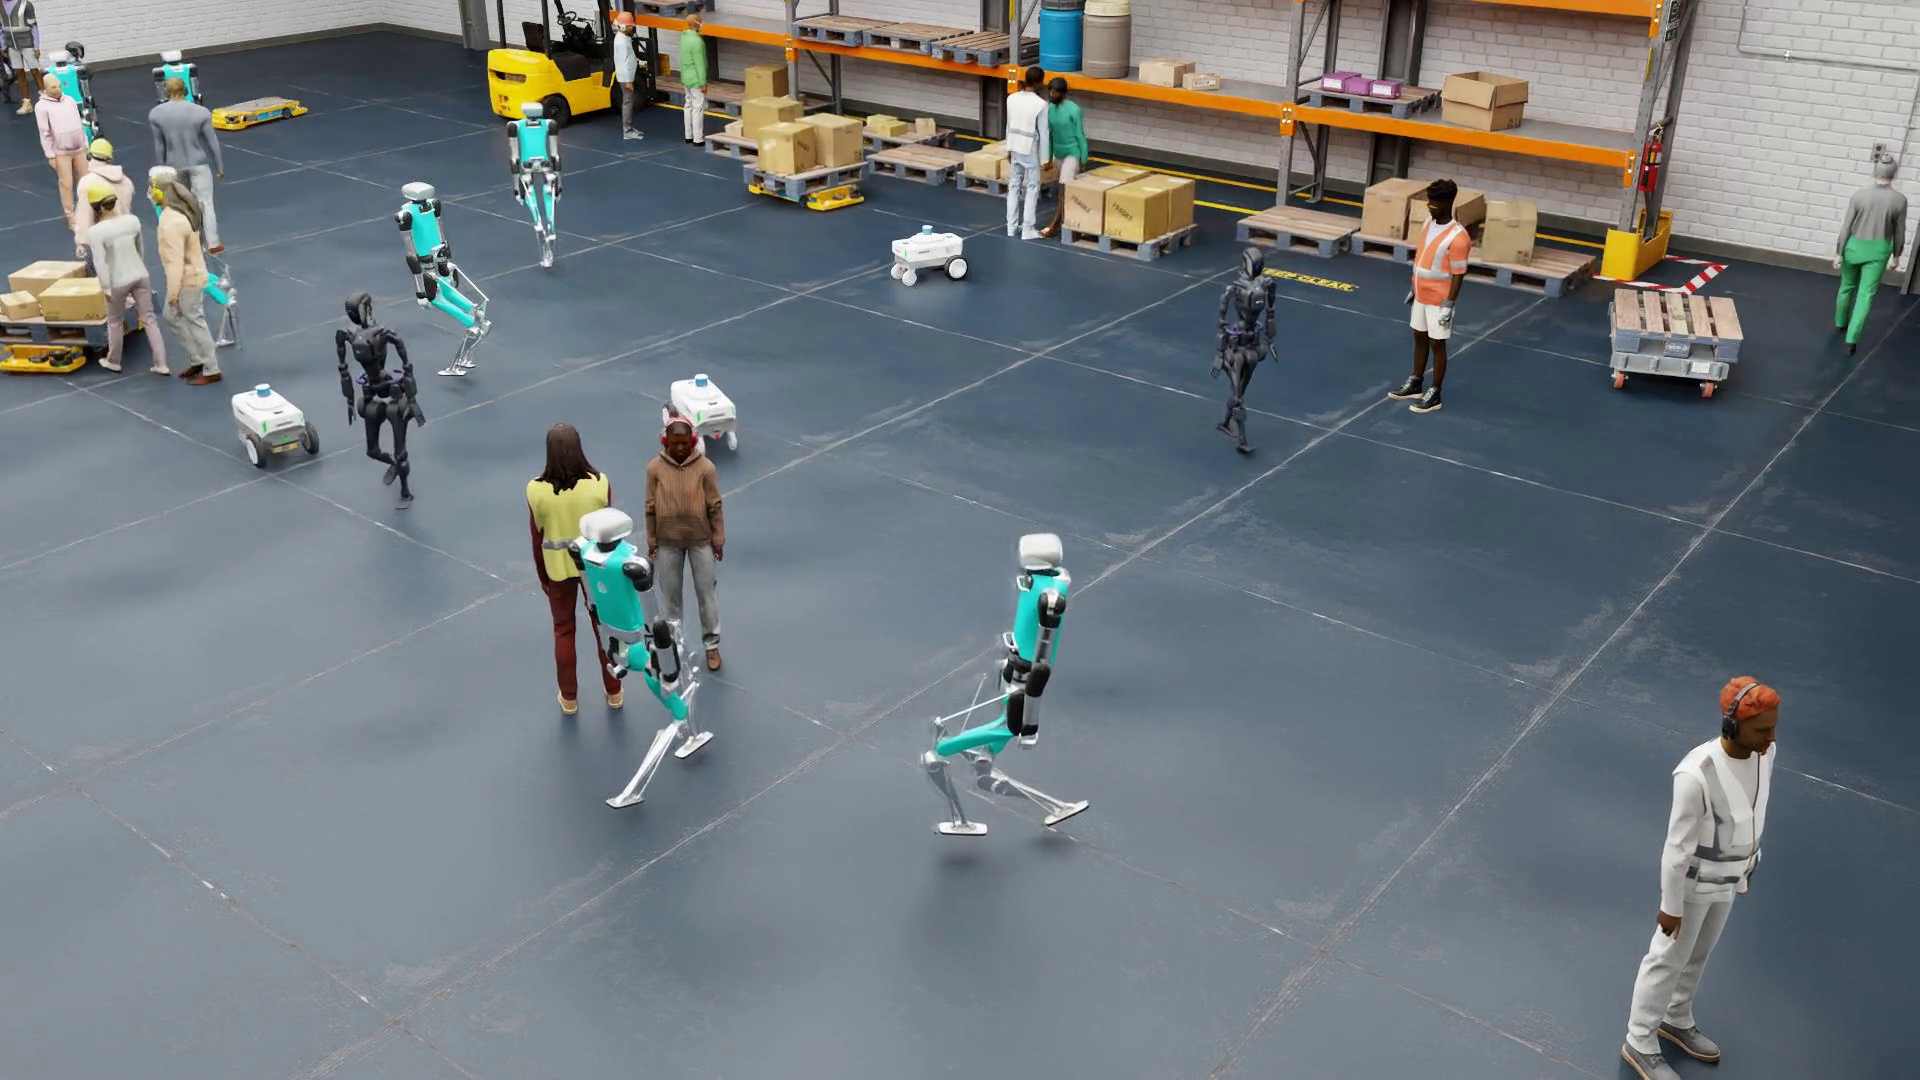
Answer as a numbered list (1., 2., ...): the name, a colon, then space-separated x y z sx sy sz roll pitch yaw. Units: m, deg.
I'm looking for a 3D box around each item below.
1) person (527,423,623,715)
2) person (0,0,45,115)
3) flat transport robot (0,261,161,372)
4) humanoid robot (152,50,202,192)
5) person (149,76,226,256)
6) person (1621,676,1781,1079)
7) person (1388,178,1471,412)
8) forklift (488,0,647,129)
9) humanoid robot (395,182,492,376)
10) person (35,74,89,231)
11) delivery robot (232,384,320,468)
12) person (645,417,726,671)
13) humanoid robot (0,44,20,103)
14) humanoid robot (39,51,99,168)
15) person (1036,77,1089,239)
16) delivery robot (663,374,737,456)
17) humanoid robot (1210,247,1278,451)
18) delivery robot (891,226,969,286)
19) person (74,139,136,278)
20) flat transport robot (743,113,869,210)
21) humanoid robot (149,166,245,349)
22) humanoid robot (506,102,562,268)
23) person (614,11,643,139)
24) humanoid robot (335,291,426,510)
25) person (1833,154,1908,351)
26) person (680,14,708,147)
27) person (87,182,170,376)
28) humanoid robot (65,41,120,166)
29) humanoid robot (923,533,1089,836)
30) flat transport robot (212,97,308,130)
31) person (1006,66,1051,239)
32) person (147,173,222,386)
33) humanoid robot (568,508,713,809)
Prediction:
1. person: -2.173 0.184 9.472 0.470 1.764 0.365 -7 27 -14
2. person: -14.049 -7.399 24.855 0.607 2.046 0.365 0 26 1
3. flat transport robot: -8.217 -1.875 15.453 0.659 0.231 1.431 2 26 4
4. humanoid robot: -9.826 -5.260 20.799 0.532 1.769 0.954 -23 34 -39
5. person: -8.410 -4.093 18.182 0.686 1.903 0.806 -6 26 -12
6. person: 3.061 1.398 6.820 0.582 1.882 0.350 -18 31 -32
7. person: 3.933 -2.038 13.849 0.374 1.959 0.602 -8 27 -16
8. forklift: -5.874 -7.334 24.552 1.214 2.155 2.313 19 32 34
9. humanoid robot: -4.373 -2.229 14.344 0.735 1.677 0.533 8 27 16
10. person: -10.222 -4.437 19.030 0.409 1.776 0.538 15 29 28
11. delivery robot: -5.469 -0.941 13.176 0.499 0.581 0.778 -21 33 -36
12. person: -1.635 0.013 9.961 0.468 1.647 0.321 -1 26 -2
13. humanoid robot: -14.892 -7.597 25.682 0.471 1.636 0.589 5 26 11
14. humanoid robot: -11.086 -5.294 20.895 0.533 1.770 0.996 -10 27 -19
15. person: 1.182 -4.344 18.832 0.948 1.778 0.523 -21 33 -36
16. delivery robot: -2.073 -1.037 13.407 0.499 0.611 0.811 -12 28 -24
17. humanoid robot: 2.282 -1.521 13.136 0.616 1.626 0.715 -14 29 -26
18. delivery robot: -0.323 -2.989 17.449 0.813 0.609 0.499 -13 29 -25
19. person: -8.024 -2.834 15.672 0.521 1.809 0.799 6 26 12
20. flat transport robot: -1.897 -4.321 20.520 1.431 0.231 0.659 23 34 39
21. humanoid robot: -6.850 -2.525 15.201 0.788 1.852 0.551 -18 31 -33
22. humanoid robot: -4.391 -3.662 17.462 0.553 1.760 0.917 -12 28 -23
23. person: -4.670 -6.544 23.428 0.351 1.742 0.572 -5 26 -11
24. humanoid robot: -4.175 -1.064 12.173 0.609 1.643 0.522 3 26 7
25. person: 8.406 -2.680 15.372 0.549 1.793 0.959 15 29 28
26. person: -3.653 -6.349 22.987 0.386 1.777 0.544 -16 30 -29
27. person: -7.391 -2.294 14.636 0.714 1.736 0.541 16 30 29
28. humanoid robot: -11.486 -5.669 21.715 0.613 1.637 0.596 -11 28 -21
29. humanoid robot: 0.151 0.799 8.250 1.025 1.735 0.538 -3 26 -5
30. flat transport robot: -10.473 -6.333 24.685 0.659 0.231 1.431 12 28 23
31. person: 0.739 -4.342 18.685 0.401 1.904 0.604 -23 34 -39
32. person: -6.766 -2.238 14.385 0.554 1.861 0.564 -11 28 -21
33. humanoid robot: -1.559 0.548 8.795 0.545 1.724 1.056 18 31 32
